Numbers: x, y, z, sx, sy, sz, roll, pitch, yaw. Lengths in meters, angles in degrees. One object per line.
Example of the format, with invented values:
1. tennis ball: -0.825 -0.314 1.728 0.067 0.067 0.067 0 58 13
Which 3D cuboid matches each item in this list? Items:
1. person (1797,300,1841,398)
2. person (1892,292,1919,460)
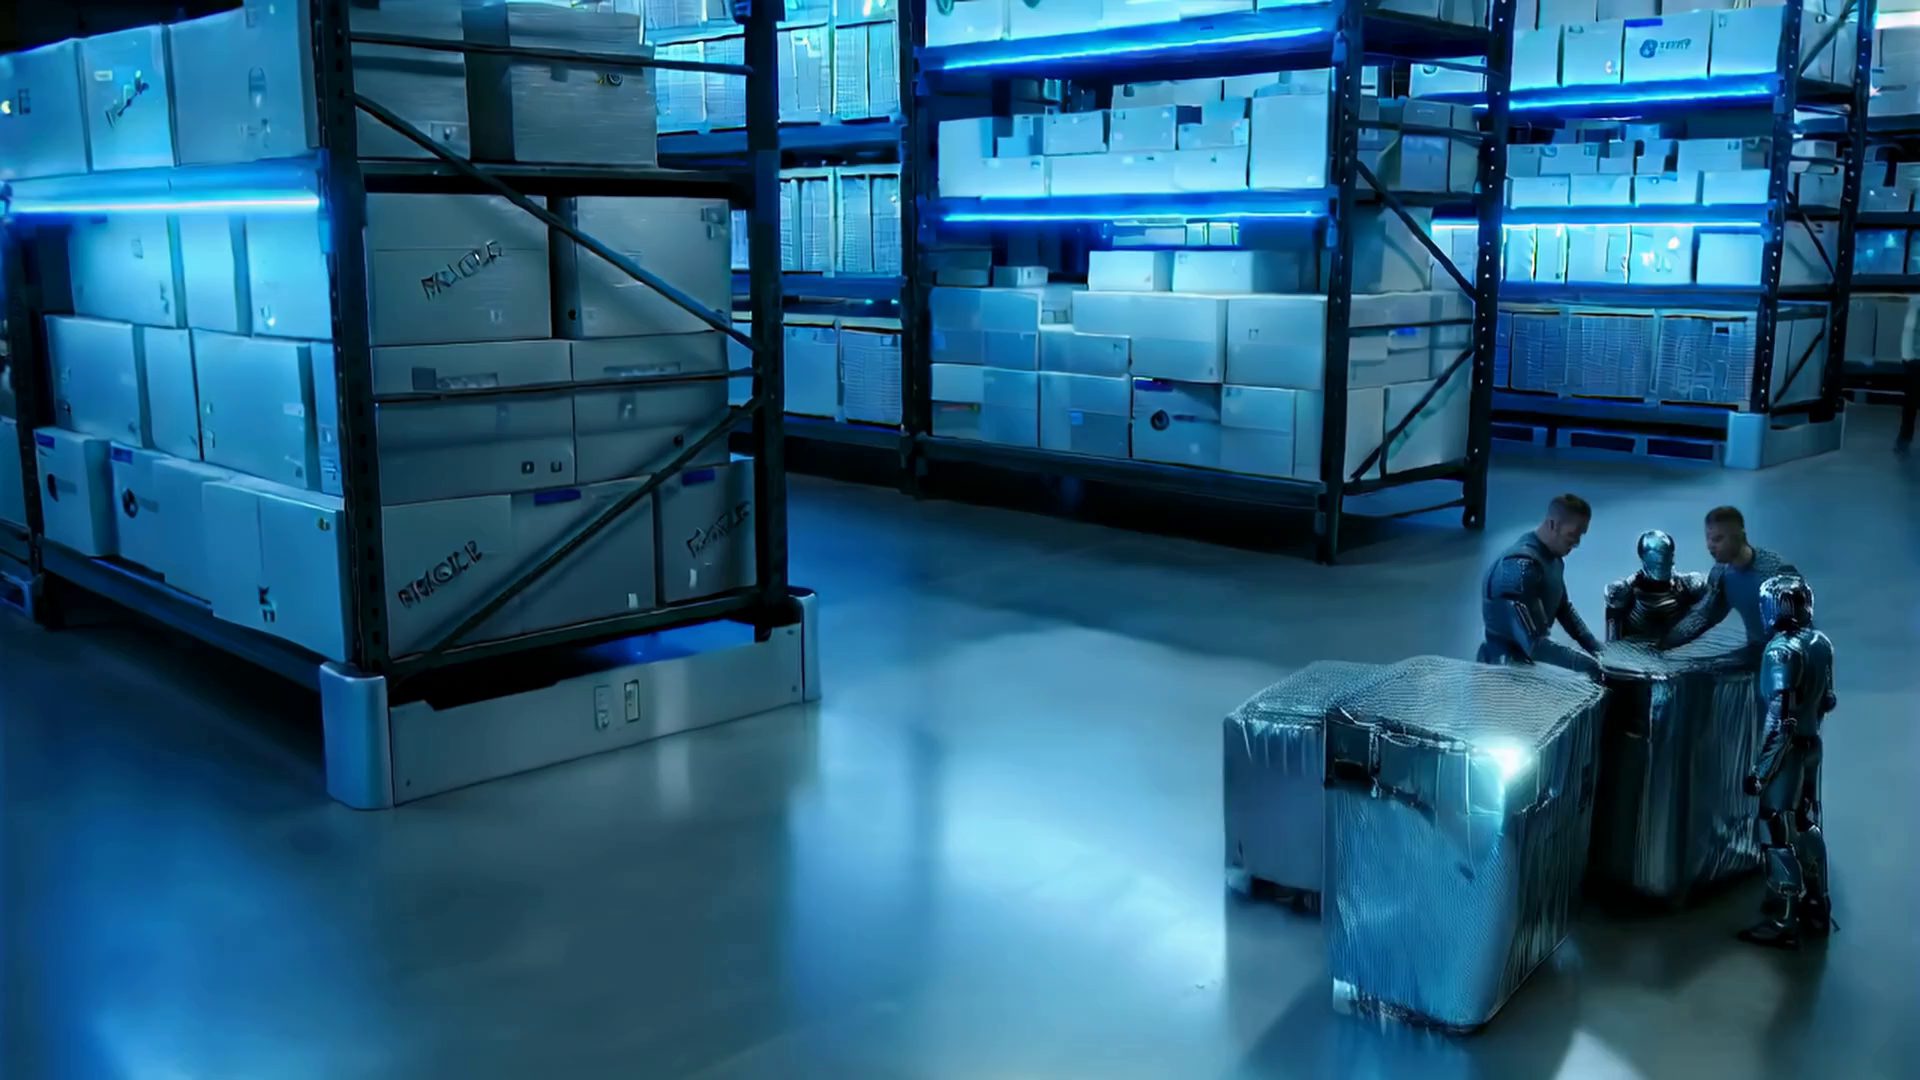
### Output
1. person: 10.226 -2.388 20.066 0.794 1.715 0.493 6 12 29
2. person: 9.302 -1.736 15.890 1.019 1.941 0.638 -10 14 -43
